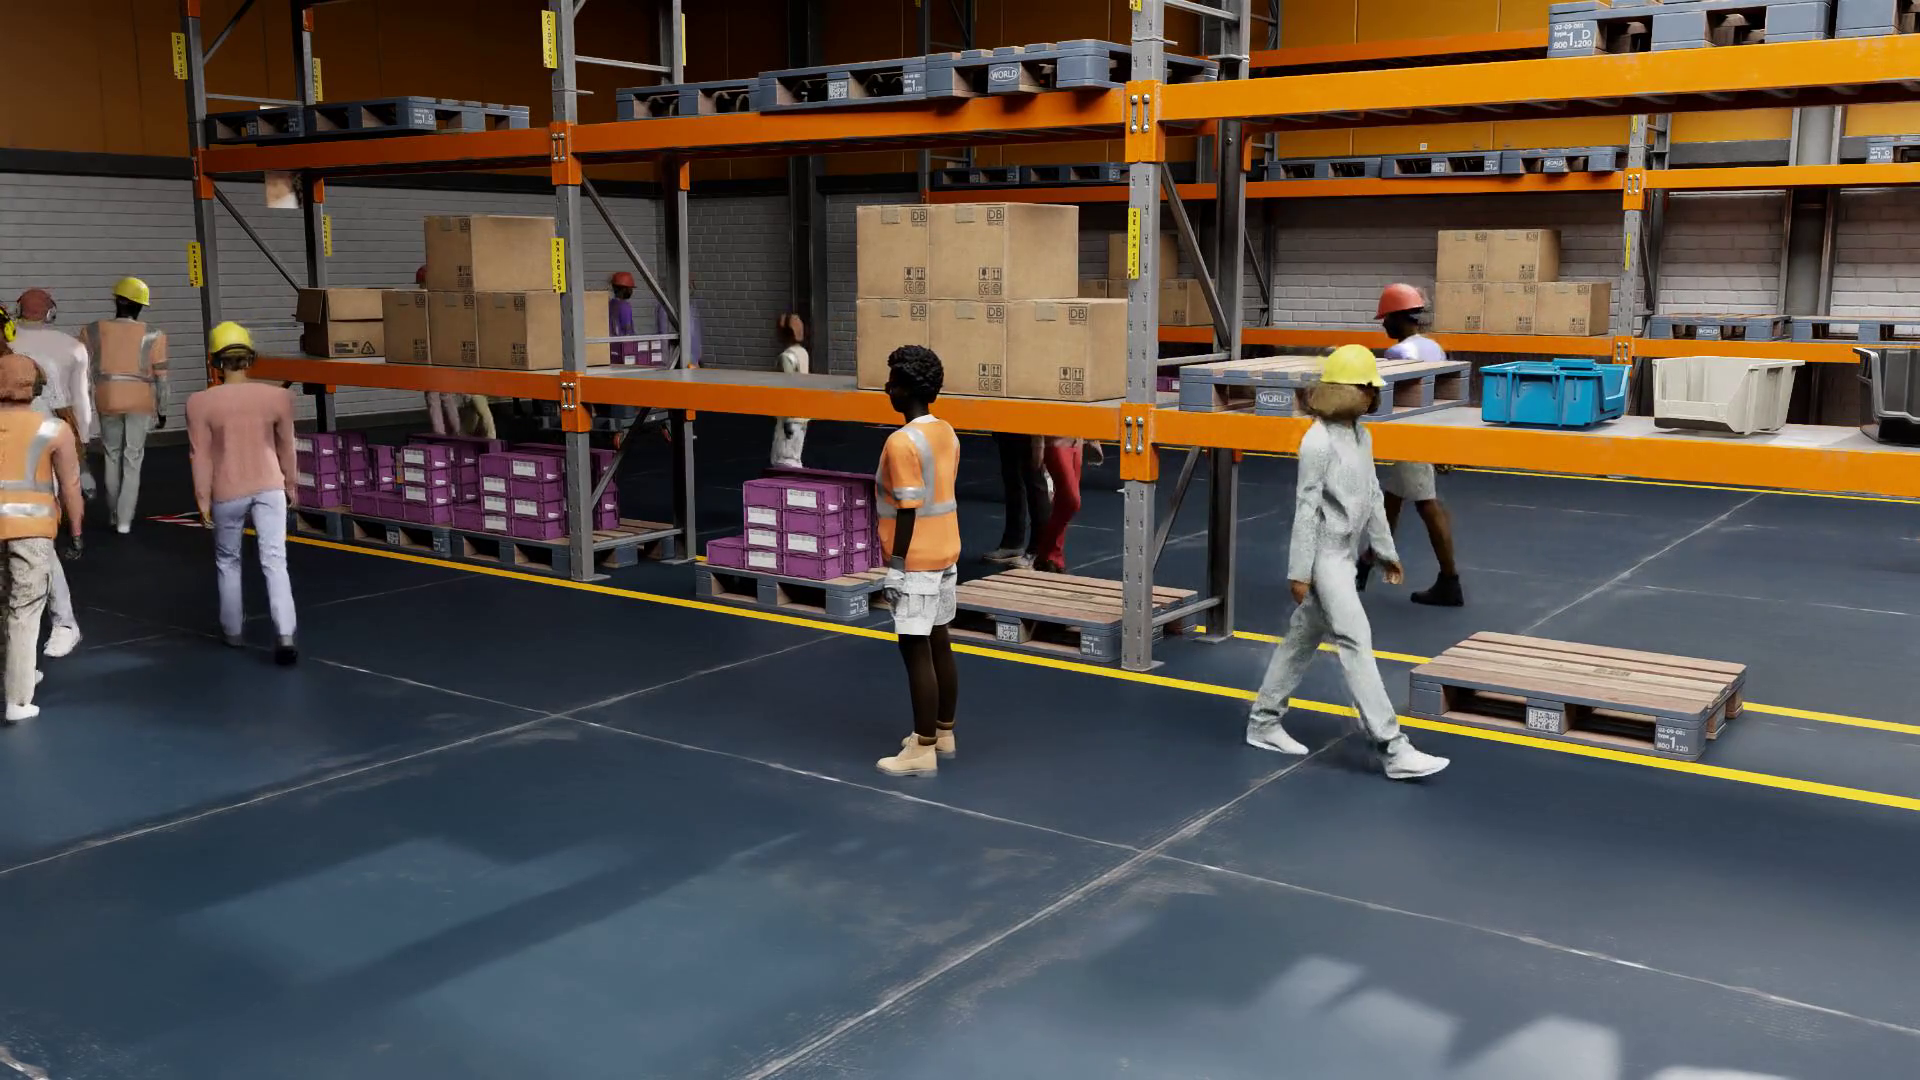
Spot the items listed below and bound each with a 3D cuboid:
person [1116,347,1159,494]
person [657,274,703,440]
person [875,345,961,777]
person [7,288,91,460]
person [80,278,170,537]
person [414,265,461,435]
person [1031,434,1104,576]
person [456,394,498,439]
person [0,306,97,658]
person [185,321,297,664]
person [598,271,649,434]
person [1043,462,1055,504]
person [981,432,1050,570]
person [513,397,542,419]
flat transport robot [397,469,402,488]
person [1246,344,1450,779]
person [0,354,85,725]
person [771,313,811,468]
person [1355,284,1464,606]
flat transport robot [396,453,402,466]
[{"bbox_3d":[1.552,-1.213,14.453,0.308,1.639,0.524,6,11,34],"label":"person"},{"bbox_3d":[-3.211,-2.076,18.863,0.544,1.883,0.674,5,11,26],"label":"person"},{"bbox_3d":[-0.169,0.082,6.570,0.316,1.695,0.542,3,10,19],"label":"person"},{"bbox_3d":[-6.009,-0.699,10.791,0.707,1.859,0.906,-6,11,-31],"label":"person"},{"bbox_3d":[-6.202,-0.993,12.405,0.614,1.885,0.846,-3,10,-16],"label":"person"},{"bbox_3d":[-5.373,-1.817,17.045,0.426,1.973,0.642,8,12,40],"label":"person"},{"bbox_3d":[0.659,-0.577,10.356,0.397,1.750,0.528,7,12,35],"label":"person"},{"bbox_3d":[-4.586,-1.421,15.840,0.776,1.596,0.511,0,10,-1],"label":"person"},{"bbox_3d":[-4.795,-0.311,8.524,0.569,1.824,0.643,0,10,2],"label":"person"},{"bbox_3d":[-3.604,-0.243,8.431,0.527,1.728,0.887,-6,11,-33],"label":"person"},{"bbox_3d":[-3.971,-2.144,19.191,0.721,1.910,0.562,-6,11,-31],"label":"person"},{"bbox_3d":[0.634,-1.197,13.768,0.631,1.840,0.428,-4,10,-24],"label":"person"},{"bbox_3d":[0.395,-0.800,10.936,0.382,1.993,0.622,-6,11,-31],"label":"person"},{"bbox_3d":[-5.575,-2.527,21.306,0.601,1.967,0.369,3,10,15],"label":"person"},{"bbox_3d":[-4.572,-0.492,14.227,1.431,0.197,0.652,-3,10,-19],"label":"flat transport robot"},{"bbox_3d":[1.523,0.080,6.575,0.897,1.693,0.503,6,11,33],"label":"person"},{"bbox_3d":[-4.189,-0.026,7.462,0.523,1.607,0.756,-1,10,-5],"label":"person"},{"bbox_3d":[-1.247,-0.926,12.794,0.480,1.627,0.518,2,10,14],"label":"person"},{"bbox_3d":[2.599,-0.569,9.902,0.985,1.873,0.576,7,12,38],"label":"person"},{"bbox_3d":[-5.166,-0.639,15.103,0.652,0.197,1.431,-3,10,-19],"label":"flat transport robot"}]
